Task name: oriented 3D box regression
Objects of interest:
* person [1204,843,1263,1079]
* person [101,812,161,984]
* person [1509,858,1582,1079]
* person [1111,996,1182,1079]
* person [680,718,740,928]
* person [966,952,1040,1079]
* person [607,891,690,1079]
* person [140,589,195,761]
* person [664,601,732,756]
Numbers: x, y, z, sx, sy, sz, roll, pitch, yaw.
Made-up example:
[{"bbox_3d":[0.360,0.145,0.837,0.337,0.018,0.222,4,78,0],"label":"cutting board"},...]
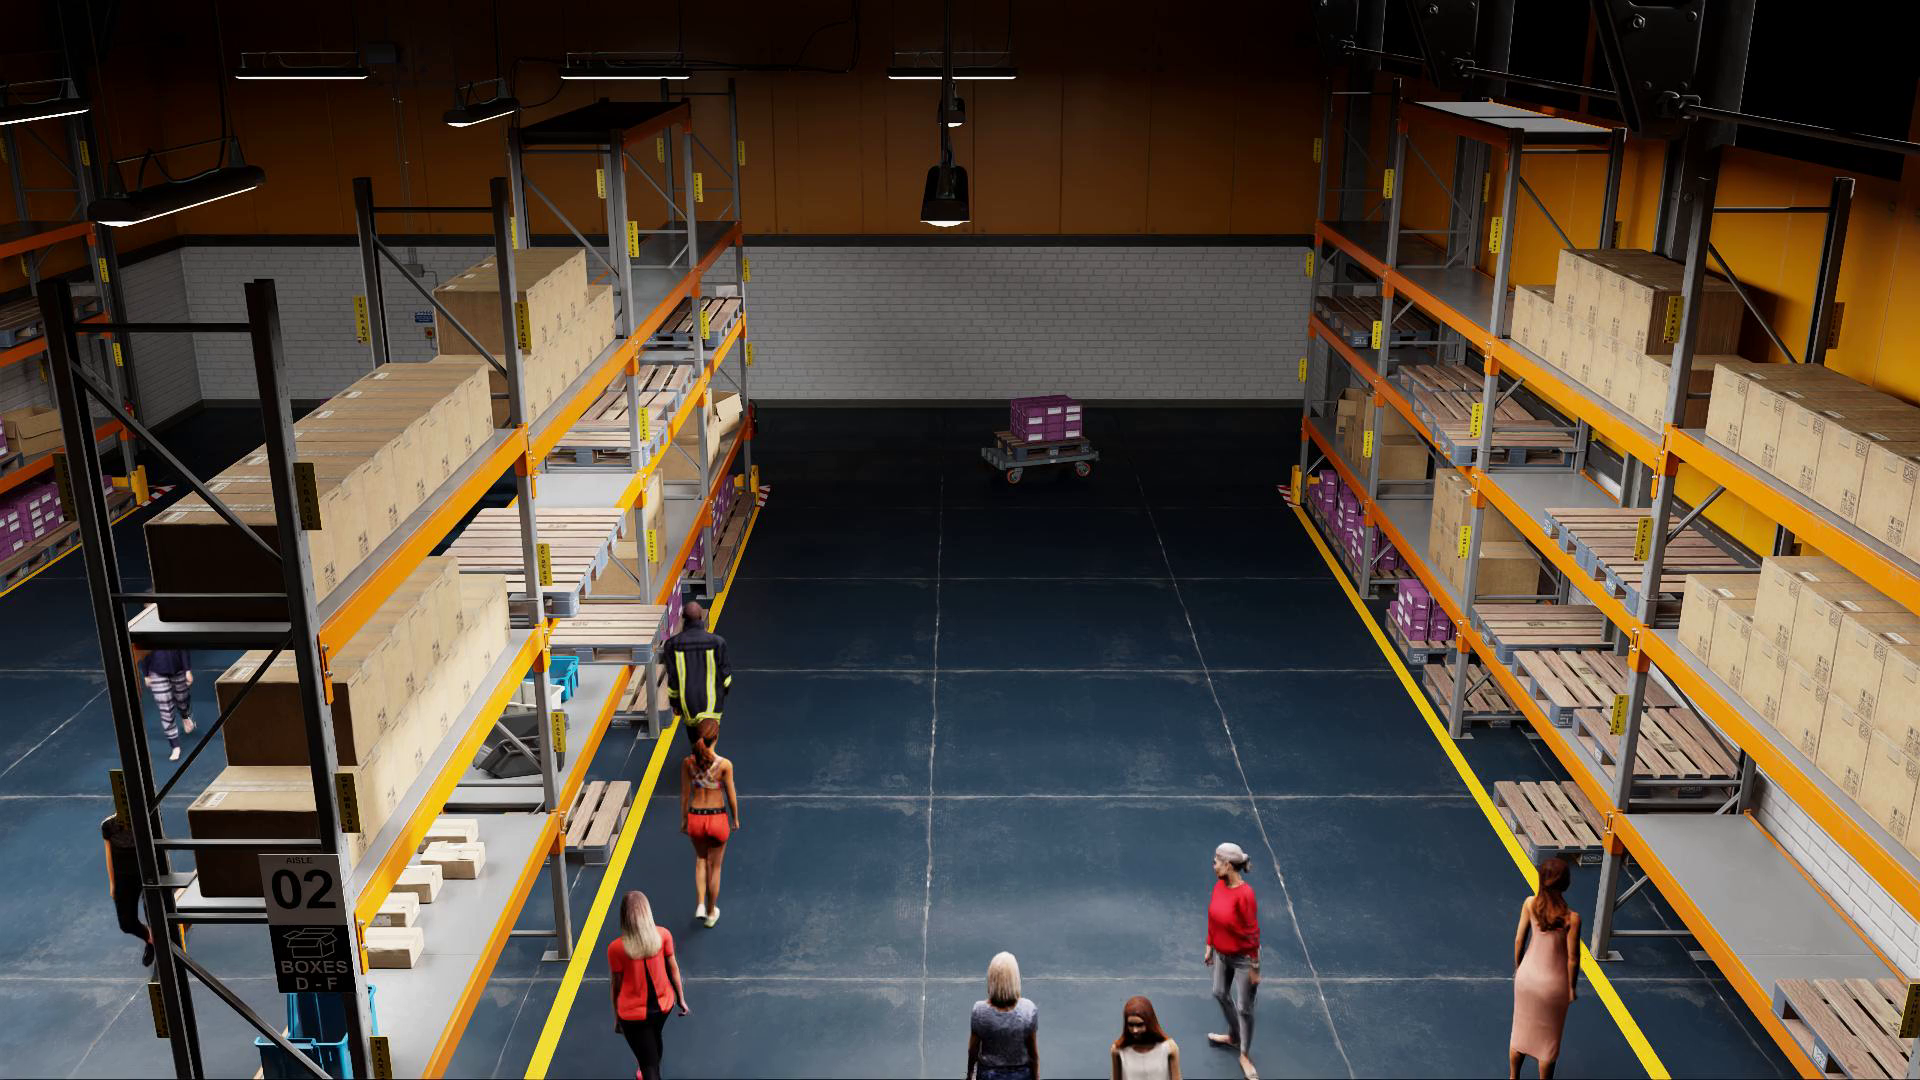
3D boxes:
[{"bbox_3d":[1.963,2.909,11.462,0.856,1.668,0.706,-17,25,-42],"label":"person"},{"bbox_3d":[-6.184,2.535,12.592,0.619,1.657,0.671,-2,19,-6],"label":"person"},{"bbox_3d":[3.874,2.955,11.070,0.719,1.832,0.656,-17,25,-41],"label":"person"},{"bbox_3d":[1.109,3.417,9.916,0.602,1.692,1.025,1,19,2],"label":"person"},{"bbox_3d":[-2.010,2.288,13.129,0.634,1.781,0.679,2,19,5],"label":"person"},{"bbox_3d":[0.274,3.342,10.124,0.607,1.703,0.767,-1,19,-3],"label":"person"},{"bbox_3d":[-2.008,3.137,10.823,1.072,1.644,1.260,-11,21,-29],"label":"person"},{"bbox_3d":[-7.738,1.265,16.269,0.807,1.717,0.984,-7,20,-20],"label":"person"},{"bbox_3d":[-2.433,1.483,15.532,0.744,1.774,1.140,0,19,1],"label":"person"}]
